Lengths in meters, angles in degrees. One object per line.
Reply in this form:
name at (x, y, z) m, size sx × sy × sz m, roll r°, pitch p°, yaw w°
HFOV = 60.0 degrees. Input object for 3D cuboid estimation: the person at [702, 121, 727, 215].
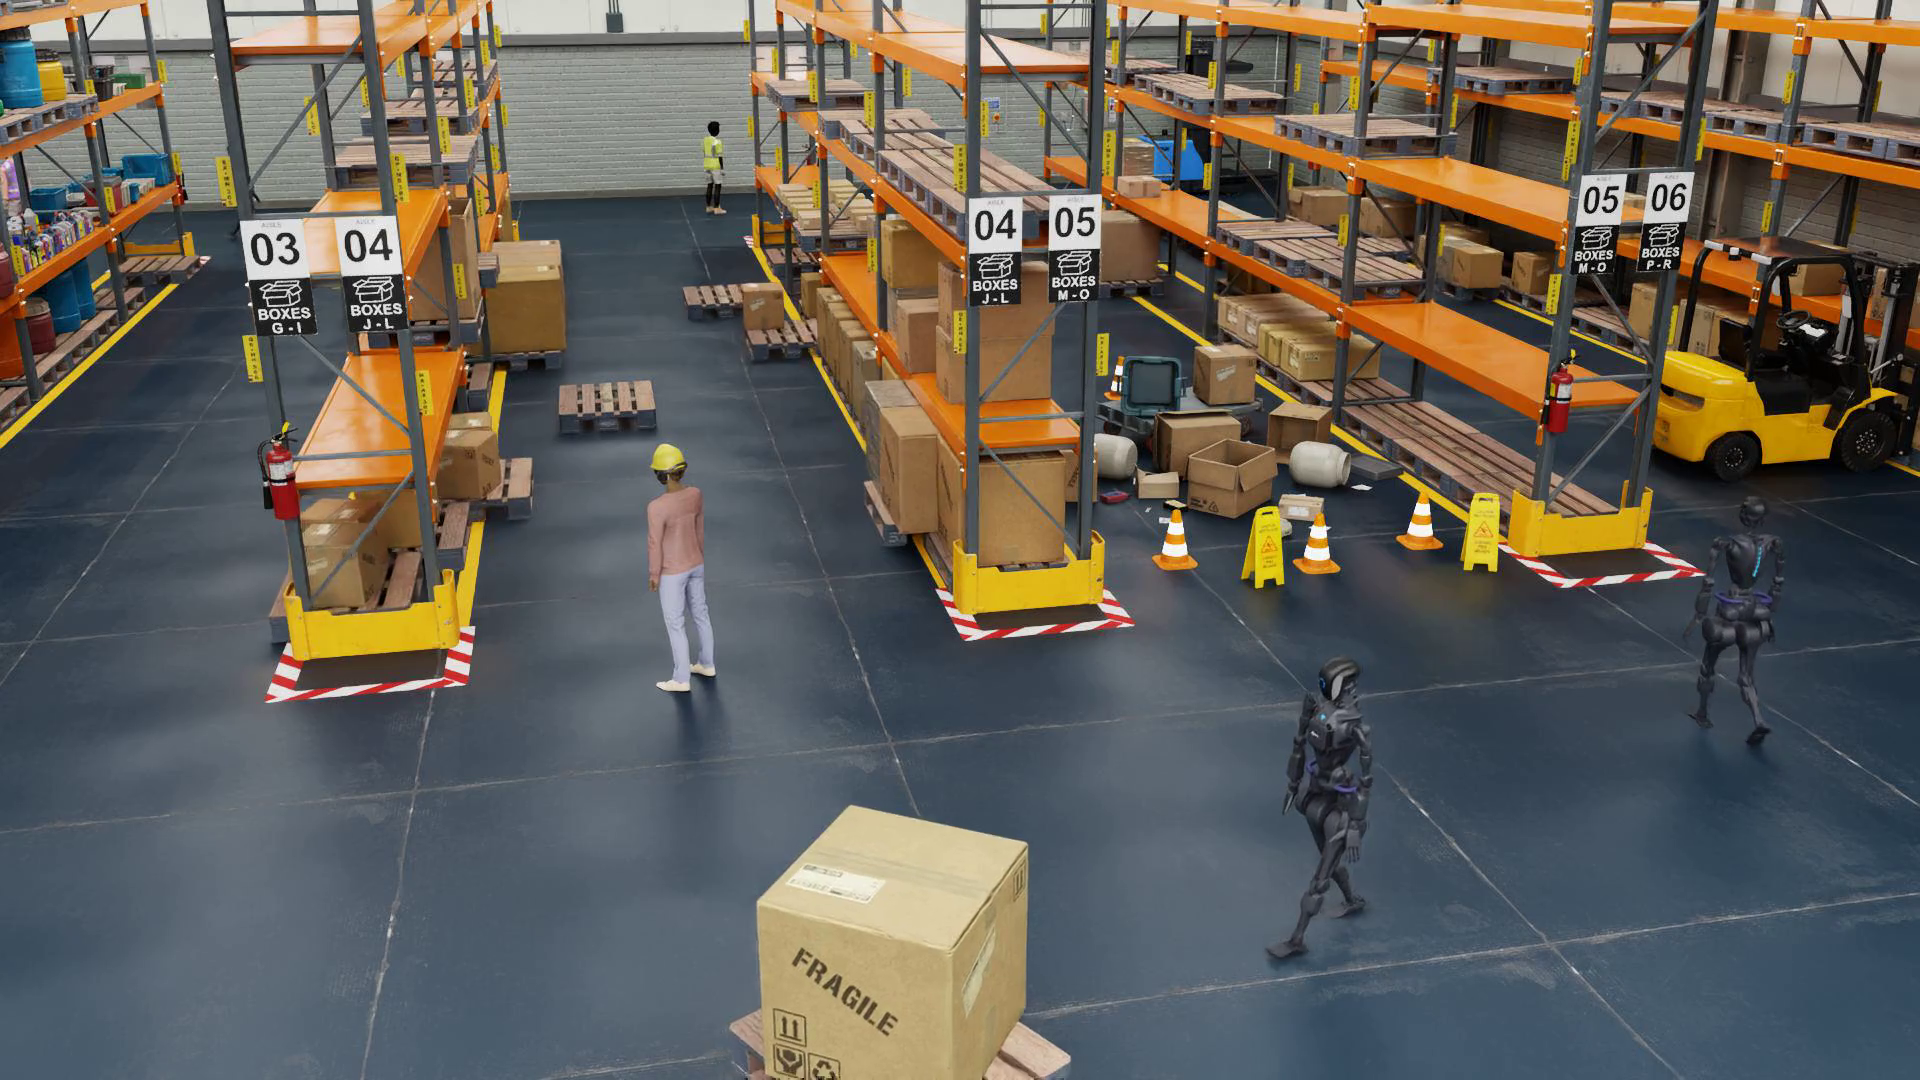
person at (-4.521, -6.840, 30.584) m, size 0.537 × 1.686 × 0.320 m, roll 18°, pitch 27°, yaw 40°

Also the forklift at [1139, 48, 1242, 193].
forklift at (4.566, -8.313, 32.860) m, size 1.873 × 2.768 × 1.129 m, roll -4°, pitch 21°, yaw -12°

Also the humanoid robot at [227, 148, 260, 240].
humanoid robot at (-12.109, -5.811, 27.926) m, size 0.778 × 1.650 × 0.585 m, roll 7°, pitch 21°, yaw 18°

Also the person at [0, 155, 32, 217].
person at (-15.371, -5.566, 27.153) m, size 0.346 × 1.688 × 0.489 m, roll 11°, pitch 23°, yaw 28°

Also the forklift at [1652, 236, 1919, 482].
forklift at (8.013, -1.814, 16.330) m, size 2.313 × 2.155 × 1.214 m, roll -4°, pitch 21°, yaw -12°

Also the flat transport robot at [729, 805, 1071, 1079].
flat transport robot at (-0.288, 2.510, 7.443) m, size 1.431 × 0.231 × 0.659 m, roll -17°, pitch 26°, yaw -39°

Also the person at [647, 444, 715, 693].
person at (-1.972, 0.188, 11.567) m, size 0.344 × 1.759 × 0.515 m, roll 12°, pitch 23°, yaw 28°

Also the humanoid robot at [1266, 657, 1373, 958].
humanoid robot at (1.913, 1.348, 8.620) m, size 0.793 × 1.622 × 0.589 m, roll -12°, pitch 23°, yaw -29°

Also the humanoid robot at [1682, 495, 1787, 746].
humanoid robot at (5.071, 0.523, 10.801) m, size 0.611 × 1.640 × 0.640 m, roll -2°, pitch 20°, yaw -5°
